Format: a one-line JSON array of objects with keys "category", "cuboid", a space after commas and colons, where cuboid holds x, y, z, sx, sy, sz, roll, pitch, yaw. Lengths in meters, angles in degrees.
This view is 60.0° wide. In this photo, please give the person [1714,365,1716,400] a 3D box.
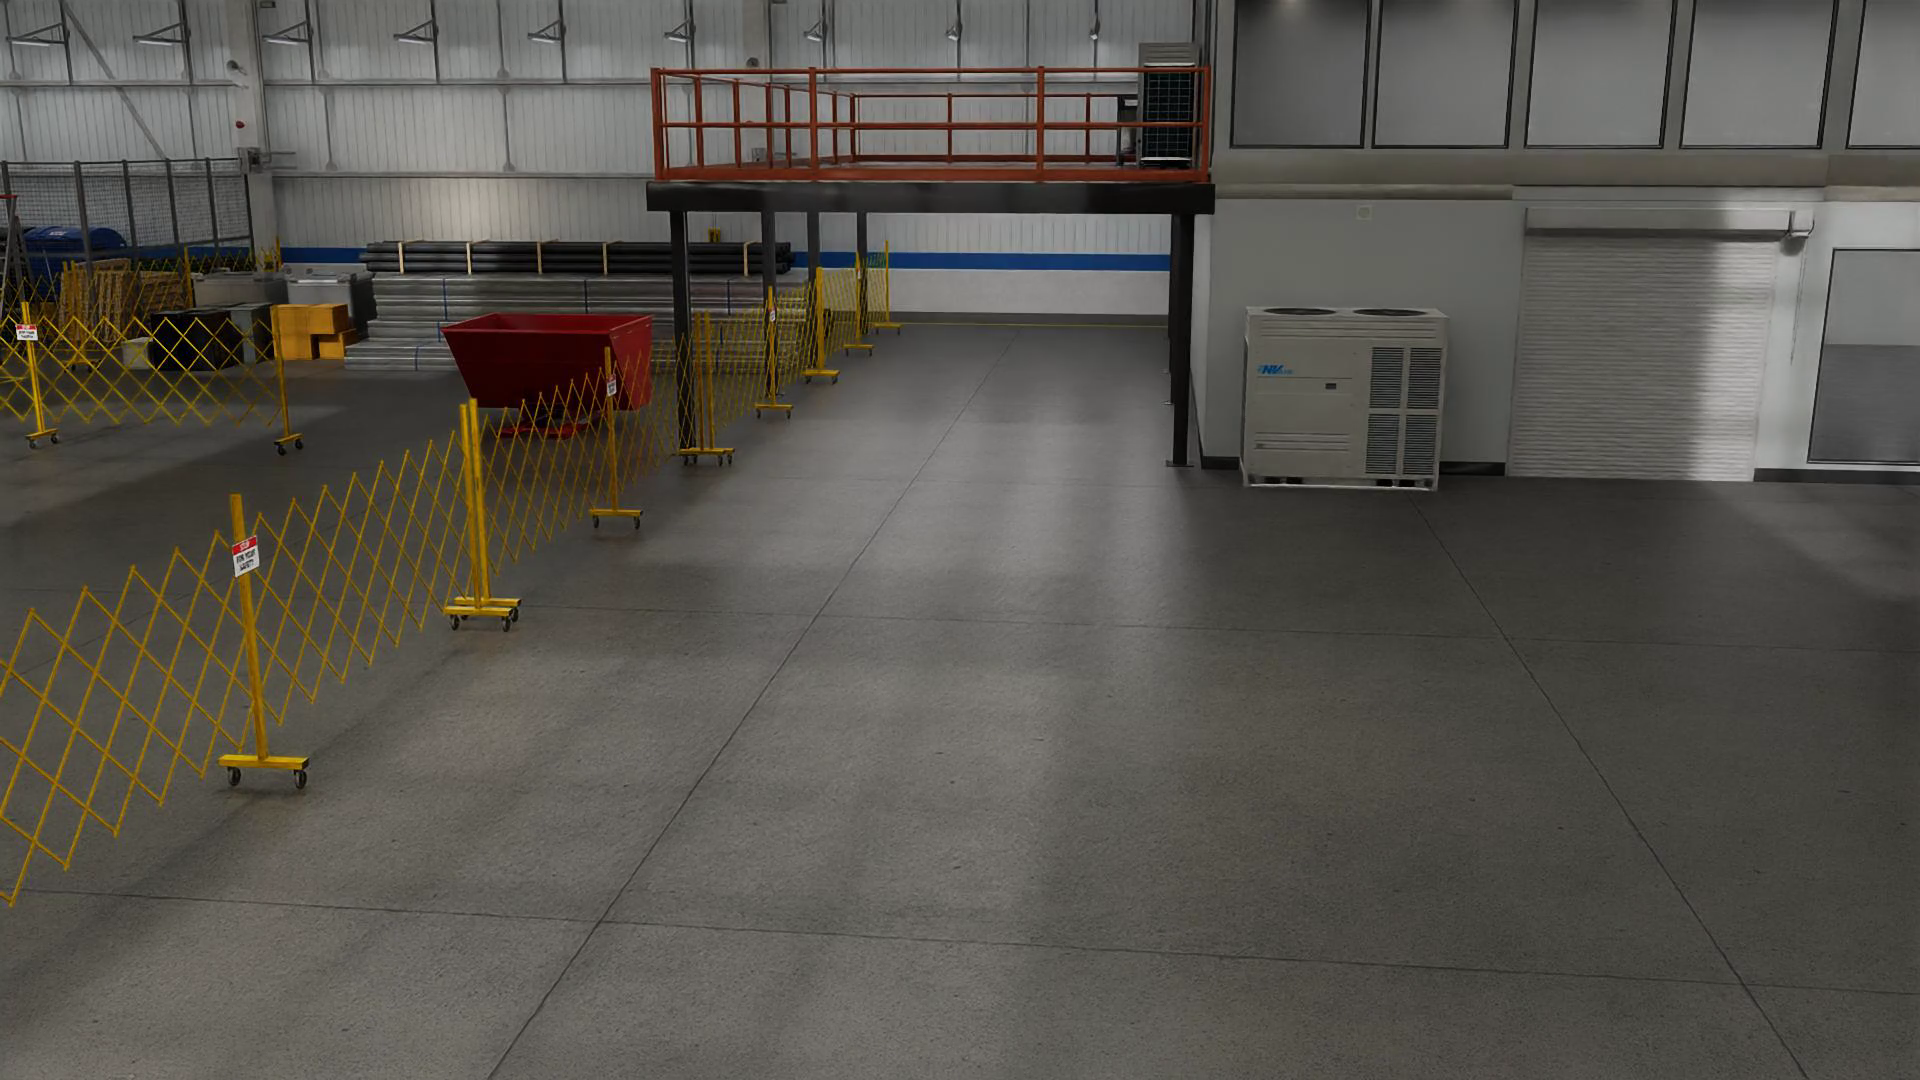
[{"category": "person", "cuboid": [8.111, -1.652, 18.115, 0.280, 1.634, 0.507, -6, 15, -23]}]
